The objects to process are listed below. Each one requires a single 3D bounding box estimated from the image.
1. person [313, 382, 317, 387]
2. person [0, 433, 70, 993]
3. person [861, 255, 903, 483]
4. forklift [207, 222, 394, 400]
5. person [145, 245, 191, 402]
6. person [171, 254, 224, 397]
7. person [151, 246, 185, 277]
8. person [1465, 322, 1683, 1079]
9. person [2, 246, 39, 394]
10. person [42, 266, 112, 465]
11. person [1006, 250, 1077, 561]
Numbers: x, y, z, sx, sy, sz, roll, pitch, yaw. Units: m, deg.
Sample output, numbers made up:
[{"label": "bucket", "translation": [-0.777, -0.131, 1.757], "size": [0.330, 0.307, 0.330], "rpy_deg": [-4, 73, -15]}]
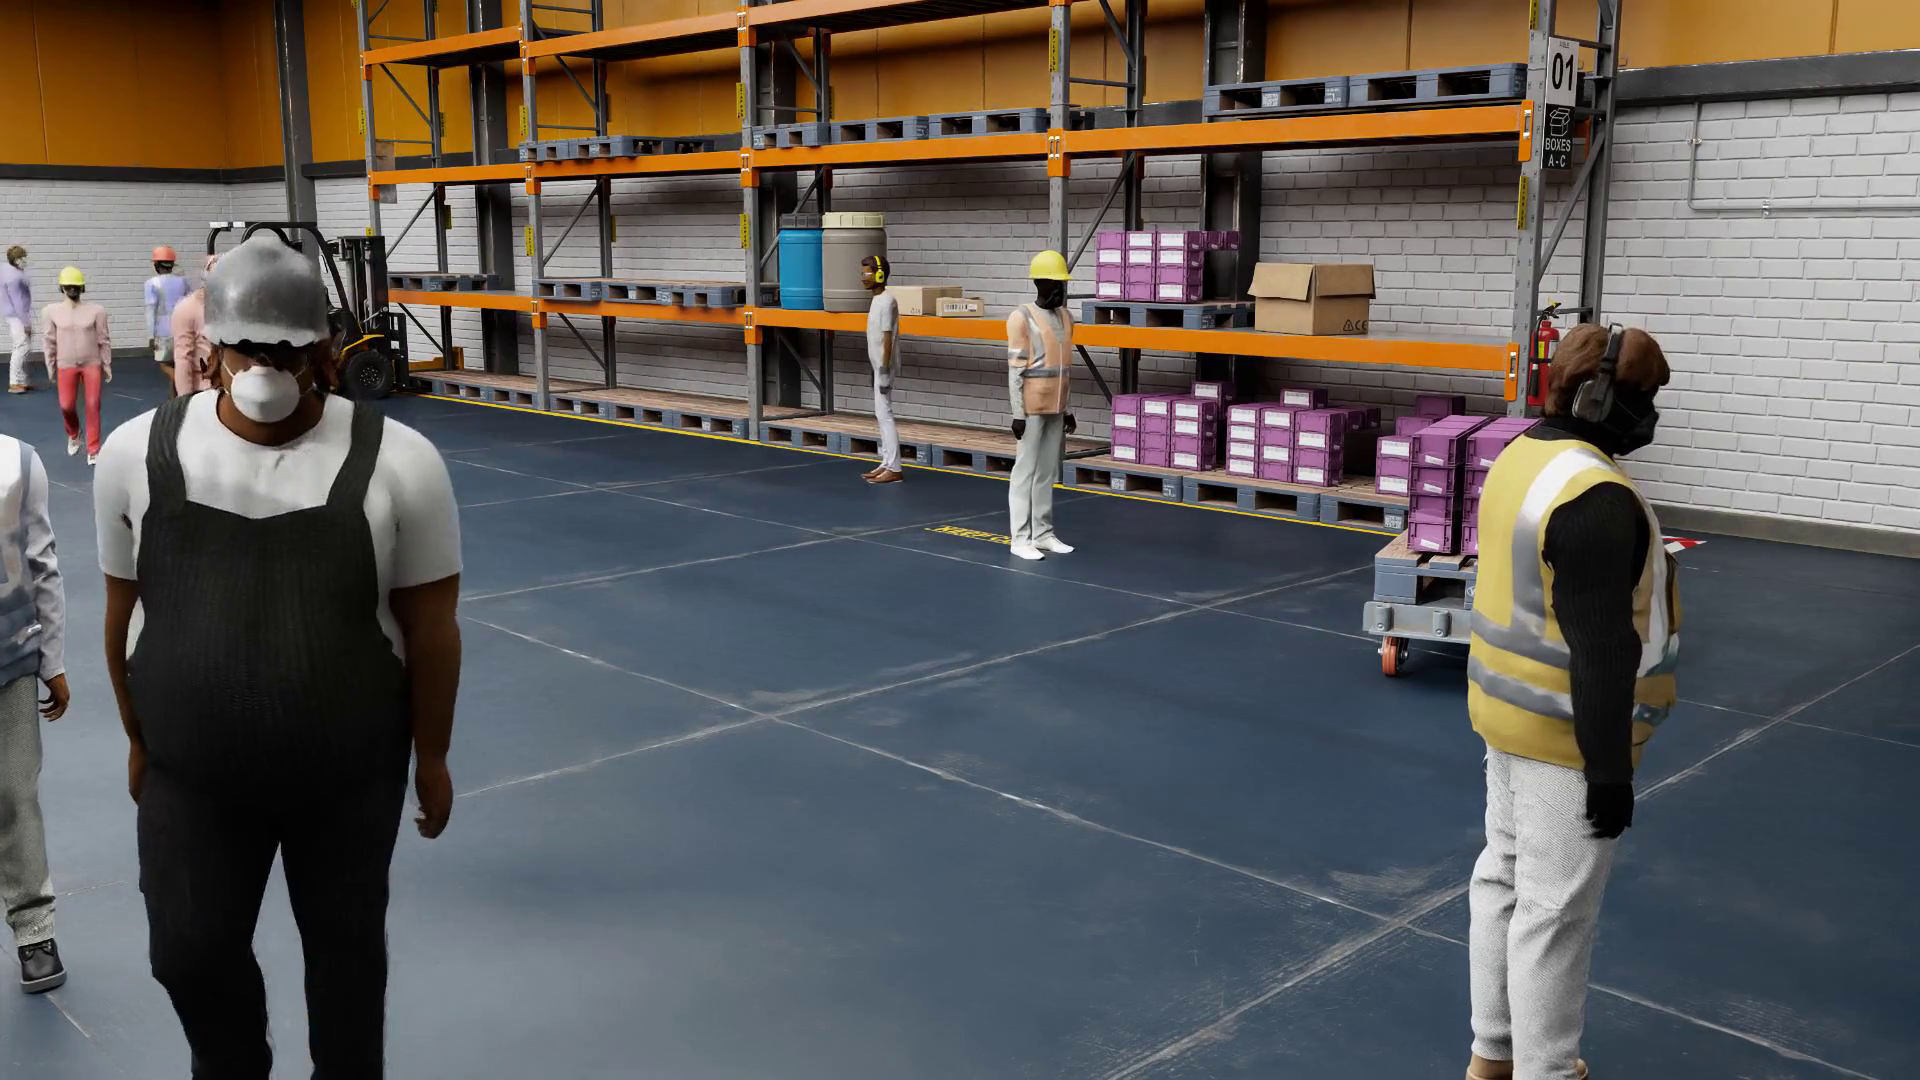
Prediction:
[{"label": "person", "translation": [-3.998, -0.710, 9.743], "size": [0.730, 1.921, 0.553], "rpy_deg": [10, 14, 42]}, {"label": "person", "translation": [-2.648, 0.332, 4.342], "size": [0.585, 1.824, 0.404], "rpy_deg": [-9, 13, -39]}, {"label": "person", "translation": [-0.646, -1.396, 13.667], "size": [0.318, 1.860, 0.511], "rpy_deg": [-2, 11, -11]}, {"label": "forklift", "translation": [-8.169, -2.758, 20.163], "size": [2.313, 2.155, 1.214], "rpy_deg": [-10, 14, -44]}, {"label": "person", "translation": [-8.890, -2.366, 18.796], "size": [0.793, 1.915, 0.548], "rpy_deg": [6, 12, 30]}, {"label": "person", "translation": [-5.179, -1.063, 11.754], "size": [0.415, 1.890, 0.641], "rpy_deg": [6, 12, 28]}, {"label": "person", "translation": [-12.718, -3.801, 26.811], "size": [0.517, 1.842, 0.325], "rpy_deg": [-2, 11, -9]}, {"label": "person", "translation": [1.355, 0.440, 3.713], "size": [0.430, 1.837, 0.623], "rpy_deg": [0, 10, 2]}, {"label": "person", "translation": [-12.071, -2.813, 21.323], "size": [0.357, 1.892, 0.700], "rpy_deg": [-6, 12, -29]}, {"label": "person", "translation": [-7.813, -1.548, 14.762], "size": [0.528, 1.757, 0.483], "rpy_deg": [-5, 12, -25]}, {"label": "person", "translation": [0.533, -0.846, 10.467], "size": [0.386, 1.927, 0.589], "rpy_deg": [9, 14, 40]}]
